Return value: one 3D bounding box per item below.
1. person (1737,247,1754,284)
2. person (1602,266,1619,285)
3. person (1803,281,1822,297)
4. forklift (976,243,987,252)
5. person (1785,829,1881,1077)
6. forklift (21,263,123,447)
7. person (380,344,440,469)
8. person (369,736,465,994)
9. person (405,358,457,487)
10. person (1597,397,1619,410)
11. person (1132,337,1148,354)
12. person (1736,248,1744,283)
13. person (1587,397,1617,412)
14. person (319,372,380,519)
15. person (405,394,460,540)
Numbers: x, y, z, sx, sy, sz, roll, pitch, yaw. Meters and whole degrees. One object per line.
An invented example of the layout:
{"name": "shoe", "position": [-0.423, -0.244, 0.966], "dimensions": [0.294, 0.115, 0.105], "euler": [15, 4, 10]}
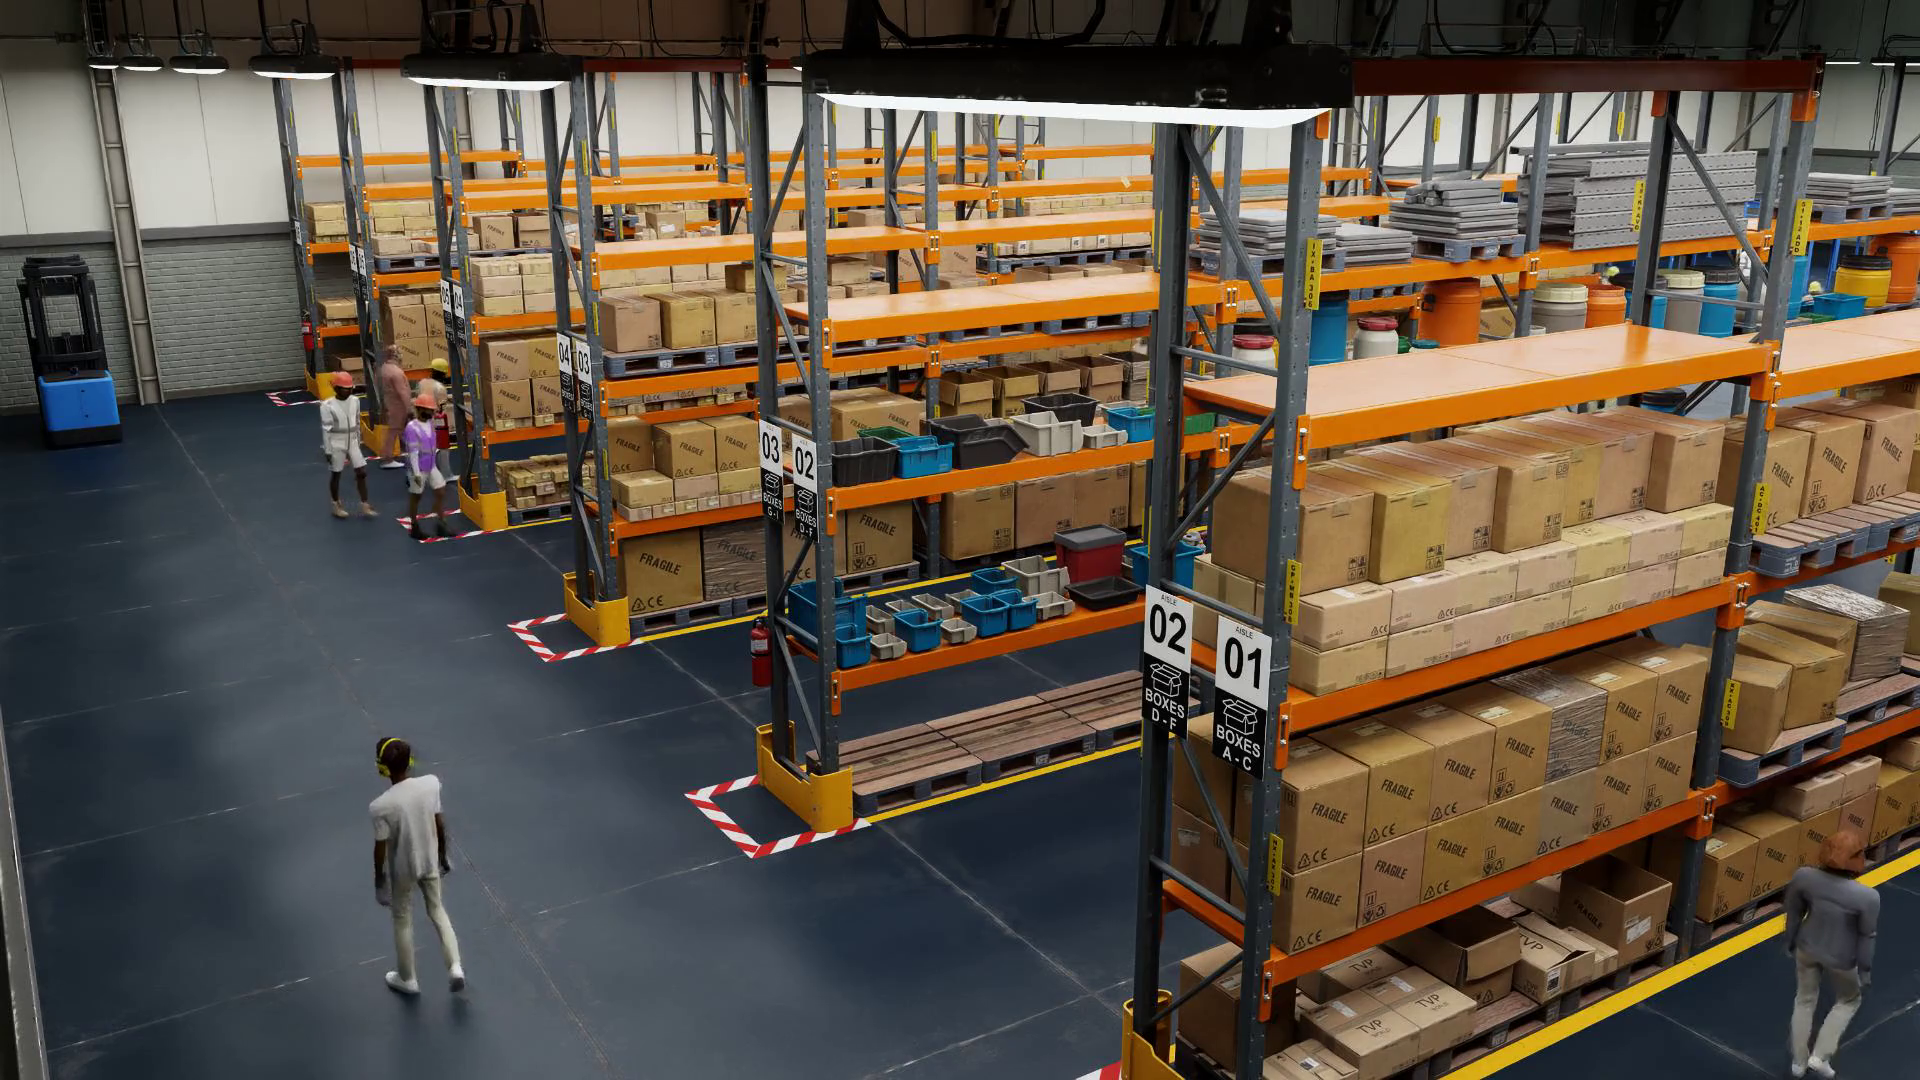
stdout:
{"name": "person", "position": [18.895, -6.297, 37.777], "dimensions": [0.544, 1.939, 0.372], "euler": [3, 17, 11]}
{"name": "person", "position": [13.739, -4.968, 33.672], "dimensions": [0.599, 1.798, 0.645], "euler": [-5, 18, -16]}
{"name": "person", "position": [16.983, -4.278, 31.440], "dimensions": [0.634, 1.790, 0.884], "euler": [13, 21, 36]}
{"name": "forklift", "position": [0.988, -5.474, 34.718], "dimensions": [1.214, 2.155, 2.313], "euler": [-10, 20, -31]}
{"name": "person", "position": [5.224, 2.490, 9.487], "dimensions": [0.356, 1.617, 0.535], "euler": [-13, 21, -36]}
{"name": "forklift", "position": [-14.518, -3.079, 25.708], "dimensions": [1.129, 2.768, 1.873], "euler": [-10, 20, -31]}
{"name": "person", "position": [-8.396, -2.036, 23.925], "dimensions": [0.949, 1.860, 0.674], "euler": [-10, 20, -30]}
{"name": "person", "position": [-3.553, 2.135, 10.277], "dimensions": [0.649, 1.853, 0.564], "euler": [15, 23, 41]}
{"name": "person", "position": [-7.658, -1.677, 22.727], "dimensions": [0.686, 1.876, 0.865], "euler": [10, 20, 30]}
{"name": "person", "position": [11.568, -3.220, 27.782], "dimensions": [0.938, 1.876, 0.619], "euler": [-15, 23, -41]}
{"name": "person", "position": [3.010, -2.508, 25.370], "dimensions": [0.606, 1.926, 0.639], "euler": [-12, 21, -34]}
{"name": "person", "position": [19.853, -6.894, 39.891], "dimensions": [0.345, 1.847, 0.507], "euler": [-14, 22, -39]}
{"name": "person", "position": [10.877, -2.778, 26.399], "dimensions": [0.833, 1.837, 0.548], "euler": [1, 17, 3]}
{"name": "person", "position": [-8.193, -1.245, 21.093], "dimensions": [0.920, 1.997, 0.658], "euler": [13, 21, 36]}
{"name": "person", "position": [-6.794, -0.918, 20.214], "dimensions": [0.830, 1.890, 0.610], "euler": [7, 18, 22]}
